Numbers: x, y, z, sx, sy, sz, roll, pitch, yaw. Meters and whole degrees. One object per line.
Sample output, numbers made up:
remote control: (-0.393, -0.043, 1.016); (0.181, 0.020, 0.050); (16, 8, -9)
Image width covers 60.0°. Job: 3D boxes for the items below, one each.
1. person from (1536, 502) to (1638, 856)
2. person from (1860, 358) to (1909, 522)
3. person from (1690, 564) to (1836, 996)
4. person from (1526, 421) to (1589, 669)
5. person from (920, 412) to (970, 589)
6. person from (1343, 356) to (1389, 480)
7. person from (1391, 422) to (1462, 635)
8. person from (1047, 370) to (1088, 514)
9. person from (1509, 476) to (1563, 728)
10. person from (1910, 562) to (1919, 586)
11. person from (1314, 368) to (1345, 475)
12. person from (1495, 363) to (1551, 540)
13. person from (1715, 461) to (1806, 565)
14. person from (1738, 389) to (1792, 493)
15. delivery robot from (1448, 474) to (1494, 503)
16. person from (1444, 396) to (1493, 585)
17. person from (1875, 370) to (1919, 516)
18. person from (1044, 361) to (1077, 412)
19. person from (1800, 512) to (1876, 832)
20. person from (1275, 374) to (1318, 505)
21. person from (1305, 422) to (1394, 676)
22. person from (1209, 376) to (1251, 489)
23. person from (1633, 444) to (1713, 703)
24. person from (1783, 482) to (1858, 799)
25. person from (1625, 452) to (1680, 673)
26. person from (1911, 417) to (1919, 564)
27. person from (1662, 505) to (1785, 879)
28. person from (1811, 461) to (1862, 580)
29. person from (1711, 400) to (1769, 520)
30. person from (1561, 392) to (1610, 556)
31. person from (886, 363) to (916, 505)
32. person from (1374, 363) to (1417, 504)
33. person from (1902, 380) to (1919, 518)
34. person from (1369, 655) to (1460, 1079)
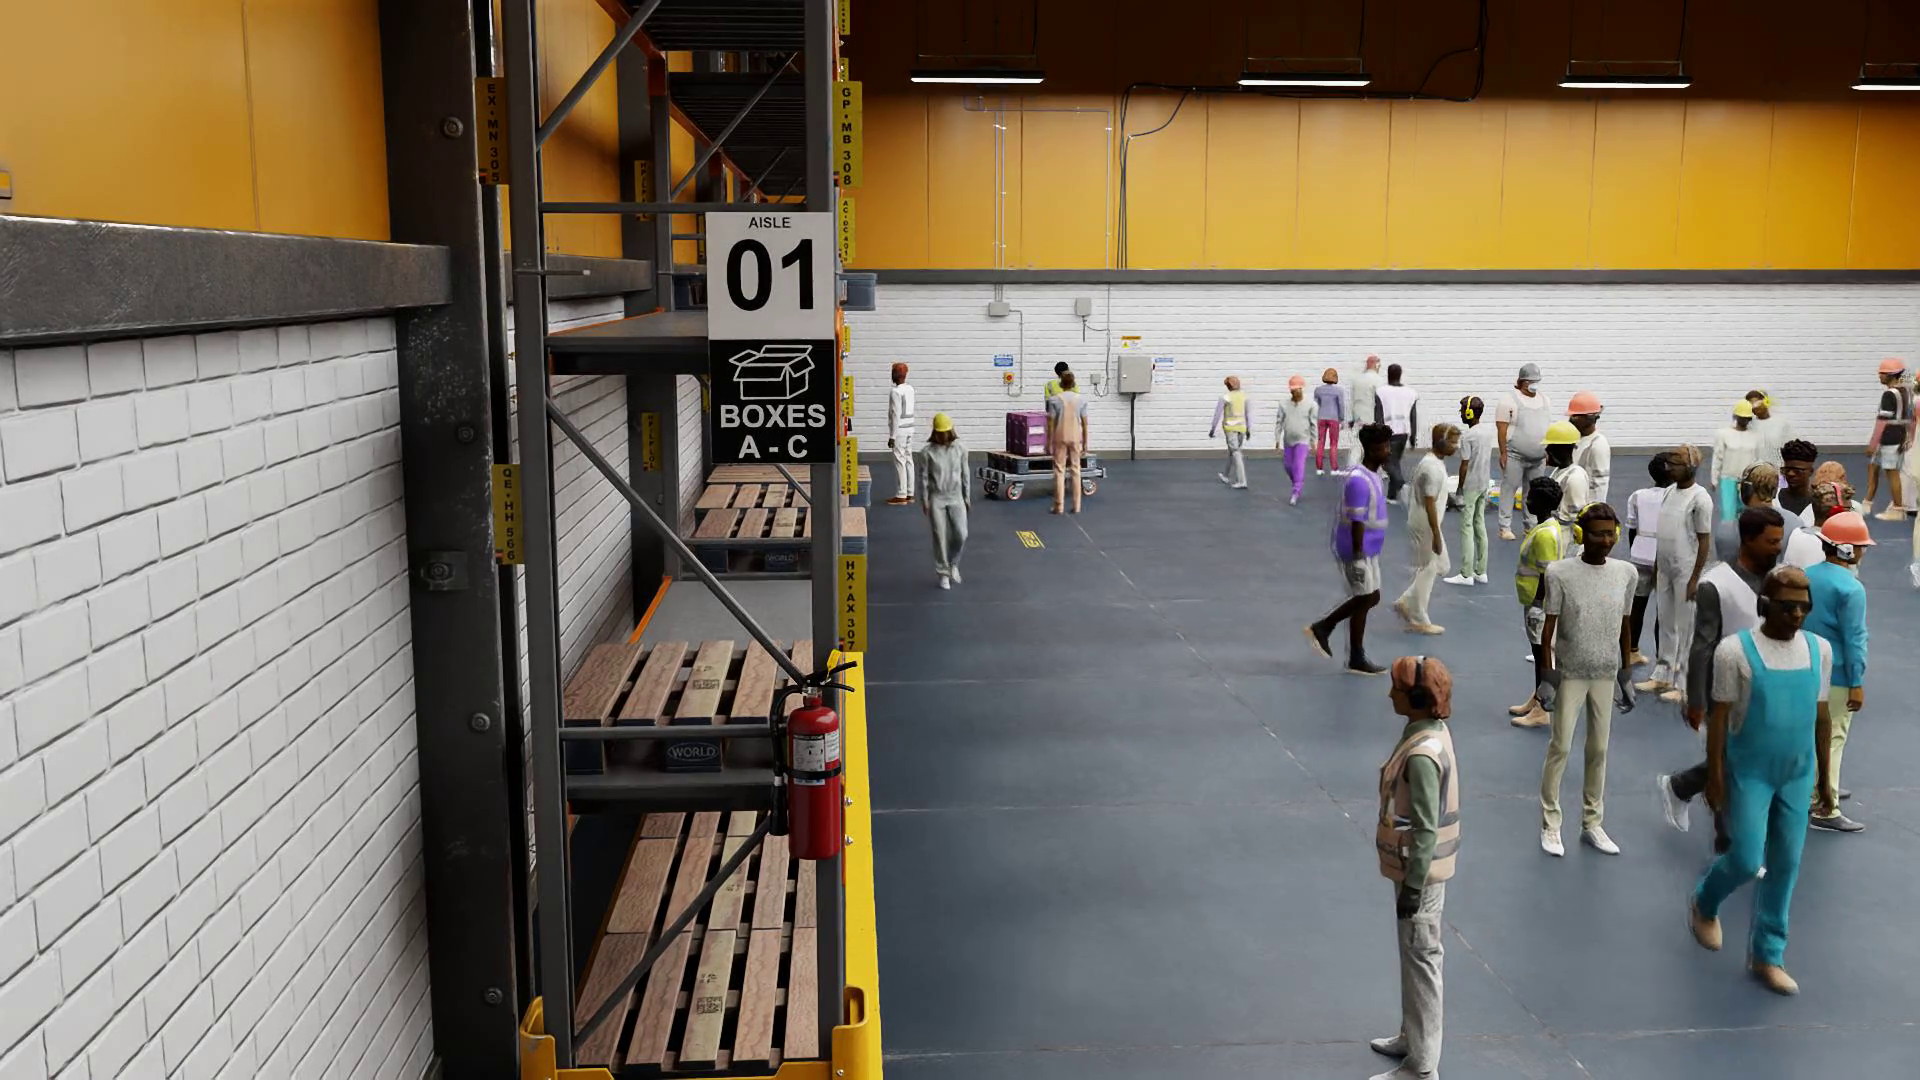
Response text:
person: (3.285, 0.724, 8.704); (0.524, 1.873, 0.325); (-1, 9, -4)
person: (11.327, -1.234, 20.541); (0.854, 2.014, 0.620); (8, 12, 41)
person: (3.456, 0.994, 7.132); (0.523, 1.828, 0.523); (-1, 9, -5)
person: (4.594, 0.050, 12.757); (0.374, 1.925, 0.595); (1, 9, 5)
person: (-0.138, -0.376, 16.055); (0.500, 1.721, 0.371); (-2, 9, -11)
person: (6.072, -1.784, 24.543); (0.951, 1.843, 0.728); (-3, 10, -19)
person: (3.945, -0.086, 13.941); (0.425, 1.820, 0.549); (3, 10, 19)
person: (1.352, -1.238, 21.150); (0.513, 1.832, 0.390); (-1, 9, -6)
person: (3.898, 0.414, 11.197); (0.318, 1.697, 0.535); (3, 9, 17)
person: (9.566, -0.339, 15.879); (0.775, 1.706, 0.506); (2, 9, 12)
person: (5.606, -1.795, 25.258); (0.497, 1.634, 0.278); (7, 11, 37)
person: (6.511, -1.014, 19.083); (0.679, 2.000, 0.537); (-2, 9, -15)
person: (4.724, 0.493, 9.939); (0.631, 1.939, 0.369); (-3, 10, -20)
person: (8.551, -0.673, 17.617); (0.627, 1.829, 0.376); (7, 11, 37)
delivery robot: (6.472, -0.679, 21.337); (0.707, 0.478, 0.477); (5, 10, 30)
person: (5.019, -0.482, 16.323); (0.509, 1.860, 0.333); (-8, 12, -41)
person: (11.809, -1.140, 20.227); (0.628, 1.940, 1.024); (-6, 11, -35)
person: (1.574, -1.933, 25.925); (0.535, 1.697, 0.322); (1, 9, 8)
person: (4.793, 0.712, 9.140); (0.330, 1.750, 0.572); (-1, 9, -5)
person: (4.513, -1.361, 22.234); (0.572, 1.730, 0.697); (5, 10, 29)
person: (2.980, 0.062, 12.655); (0.582, 1.939, 0.629); (5, 10, 27)
person: (3.890, -1.553, 23.855); (0.538, 1.584, 0.879); (-4, 10, -25)
person: (5.112, 0.235, 11.855); (0.345, 1.846, 0.507); (-2, 9, -12)
person: (4.969, 0.577, 9.703); (0.373, 1.843, 0.572); (-2, 9, -11)
person: (5.342, 0.169, 12.730); (0.317, 1.697, 0.538); (-5, 11, -31)
person: (9.876, -0.640, 16.732); (0.535, 2.000, 0.684); (3, 10, 20)
person: (3.952, 0.734, 8.593); (0.618, 1.892, 0.705); (-4, 10, -25)
person: (6.566, 0.212, 12.660); (0.508, 1.632, 0.271); (7, 11, 36)
person: (8.259, -0.621, 17.599); (0.541, 1.716, 0.910); (3, 9, 16)
person: (5.336, -0.254, 14.313); (0.390, 2.039, 0.615); (0, 9, 2)
person: (-0.784, -1.405, 22.030); (0.342, 1.882, 0.586); (4, 10, 24)
person: (5.751, -1.373, 21.825); (0.625, 1.886, 0.687); (-2, 9, -15)
person: (12.012, -1.186, 20.839); (0.403, 1.825, 0.586); (4, 10, 21)
person: (1.703, 1.235, 6.218); (0.307, 1.639, 0.525); (3, 9, 16)
